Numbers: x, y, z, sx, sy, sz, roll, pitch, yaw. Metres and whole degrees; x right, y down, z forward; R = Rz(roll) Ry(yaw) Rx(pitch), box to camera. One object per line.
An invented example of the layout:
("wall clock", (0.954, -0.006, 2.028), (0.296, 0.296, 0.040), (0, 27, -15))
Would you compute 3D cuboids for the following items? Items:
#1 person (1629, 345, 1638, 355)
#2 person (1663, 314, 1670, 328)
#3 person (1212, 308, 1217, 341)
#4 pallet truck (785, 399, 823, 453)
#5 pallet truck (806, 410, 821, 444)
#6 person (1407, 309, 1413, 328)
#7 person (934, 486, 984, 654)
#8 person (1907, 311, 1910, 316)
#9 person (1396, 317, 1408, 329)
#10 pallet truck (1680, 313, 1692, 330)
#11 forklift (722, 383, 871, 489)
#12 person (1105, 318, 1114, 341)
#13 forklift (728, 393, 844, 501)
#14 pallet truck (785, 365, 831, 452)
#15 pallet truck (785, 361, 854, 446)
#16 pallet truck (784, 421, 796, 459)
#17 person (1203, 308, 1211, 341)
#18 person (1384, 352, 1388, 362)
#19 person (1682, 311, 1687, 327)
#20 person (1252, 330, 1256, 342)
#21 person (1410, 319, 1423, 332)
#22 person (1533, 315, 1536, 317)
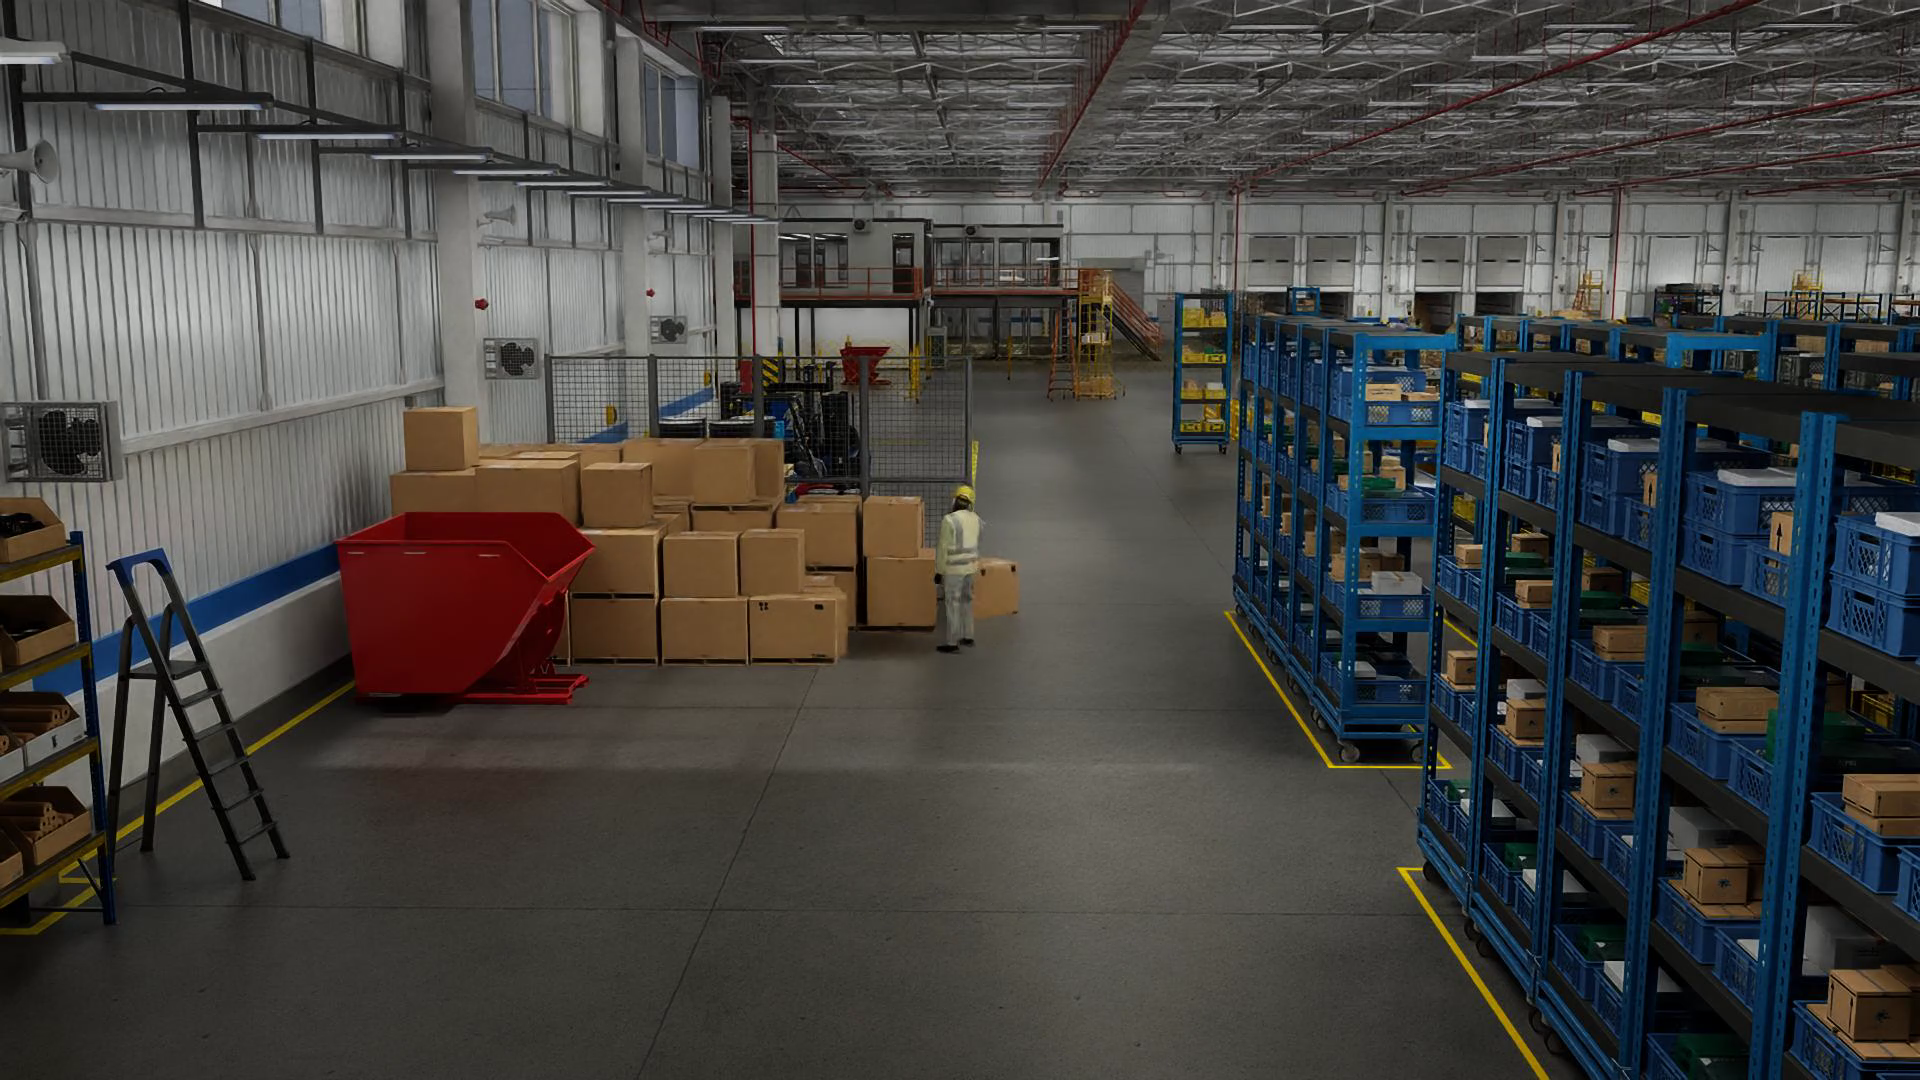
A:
("person", (24.281, -6.532, 59.438), (0.536, 2.000, 0.687), (-5, 10, -28))
("person", (38.455, -11.451, 90.675), (0.442, 1.750, 0.538), (5, 10, 28))
("person", (14.809, -12.473, 96.340), (0.623, 1.966, 0.574), (-4, 10, -25))
("pallet truck", (-3.814, -2.432, 36.419), (1.630, 1.274, 0.653), (0, 9, 1))
("pallet truck", (-3.559, -2.018, 33.905), (1.522, 1.261, 0.704), (0, 9, -1))
("person", (25.638, -12.205, 94.820), (0.398, 1.918, 0.587), (5, 11, 29))
("person", (-0.010, 0.317, 17.990), (0.408, 1.783, 0.646), (8, 12, 42))
("person", (53.137, -11.908, 93.177), (0.942, 1.842, 0.593), (-6, 11, -31))
("person", (21.247, -9.774, 80.011), (0.601, 1.886, 0.940), (5, 10, 29))
("pallet truck", (36.315, -10.531, 84.244), (0.823, 1.965, 1.885), (-6, 11, -33))
("forklift", (-2.893, -1.687, 28.729), (2.680, 1.987, 1.157), (0, 9, -1))
("person", (8.484, -12.125, 94.283), (0.542, 1.931, 0.375), (4, 10, 25))
("forklift", (-2.979, -1.316, 26.476), (2.680, 1.987, 1.157), (0, 9, 1))
("pallet truck", (-3.774, -2.976, 37.635), (1.885, 1.965, 0.823), (1, 9, 5))
("pallet truck", (-3.410, -3.193, 38.978), (1.885, 1.965, 0.823), (0, 9, -1))
("pallet truck", (-4.013, -1.793, 32.705), (1.601, 1.201, 0.680), (0, 9, 1))
("person", (14.487, -12.647, 97.474), (0.542, 1.930, 0.618), (2, 9, 11))
("person", (14.133, -5.807, 55.881), (0.678, 1.748, 0.530), (7, 12, 38))
("person", (37.868, -10.988, 87.066), (0.382, 1.996, 0.608), (4, 10, 22))
("person", (11.197, -7.048, 63.117), (0.395, 1.876, 0.612), (3, 10, 18))
("person", (22.109, -9.841, 80.634), (0.647, 1.801, 0.904), (1, 9, 5))
("person", (28.195, -10.083, 81.693), (0.668, 1.922, 0.525), (6, 11, 35))
